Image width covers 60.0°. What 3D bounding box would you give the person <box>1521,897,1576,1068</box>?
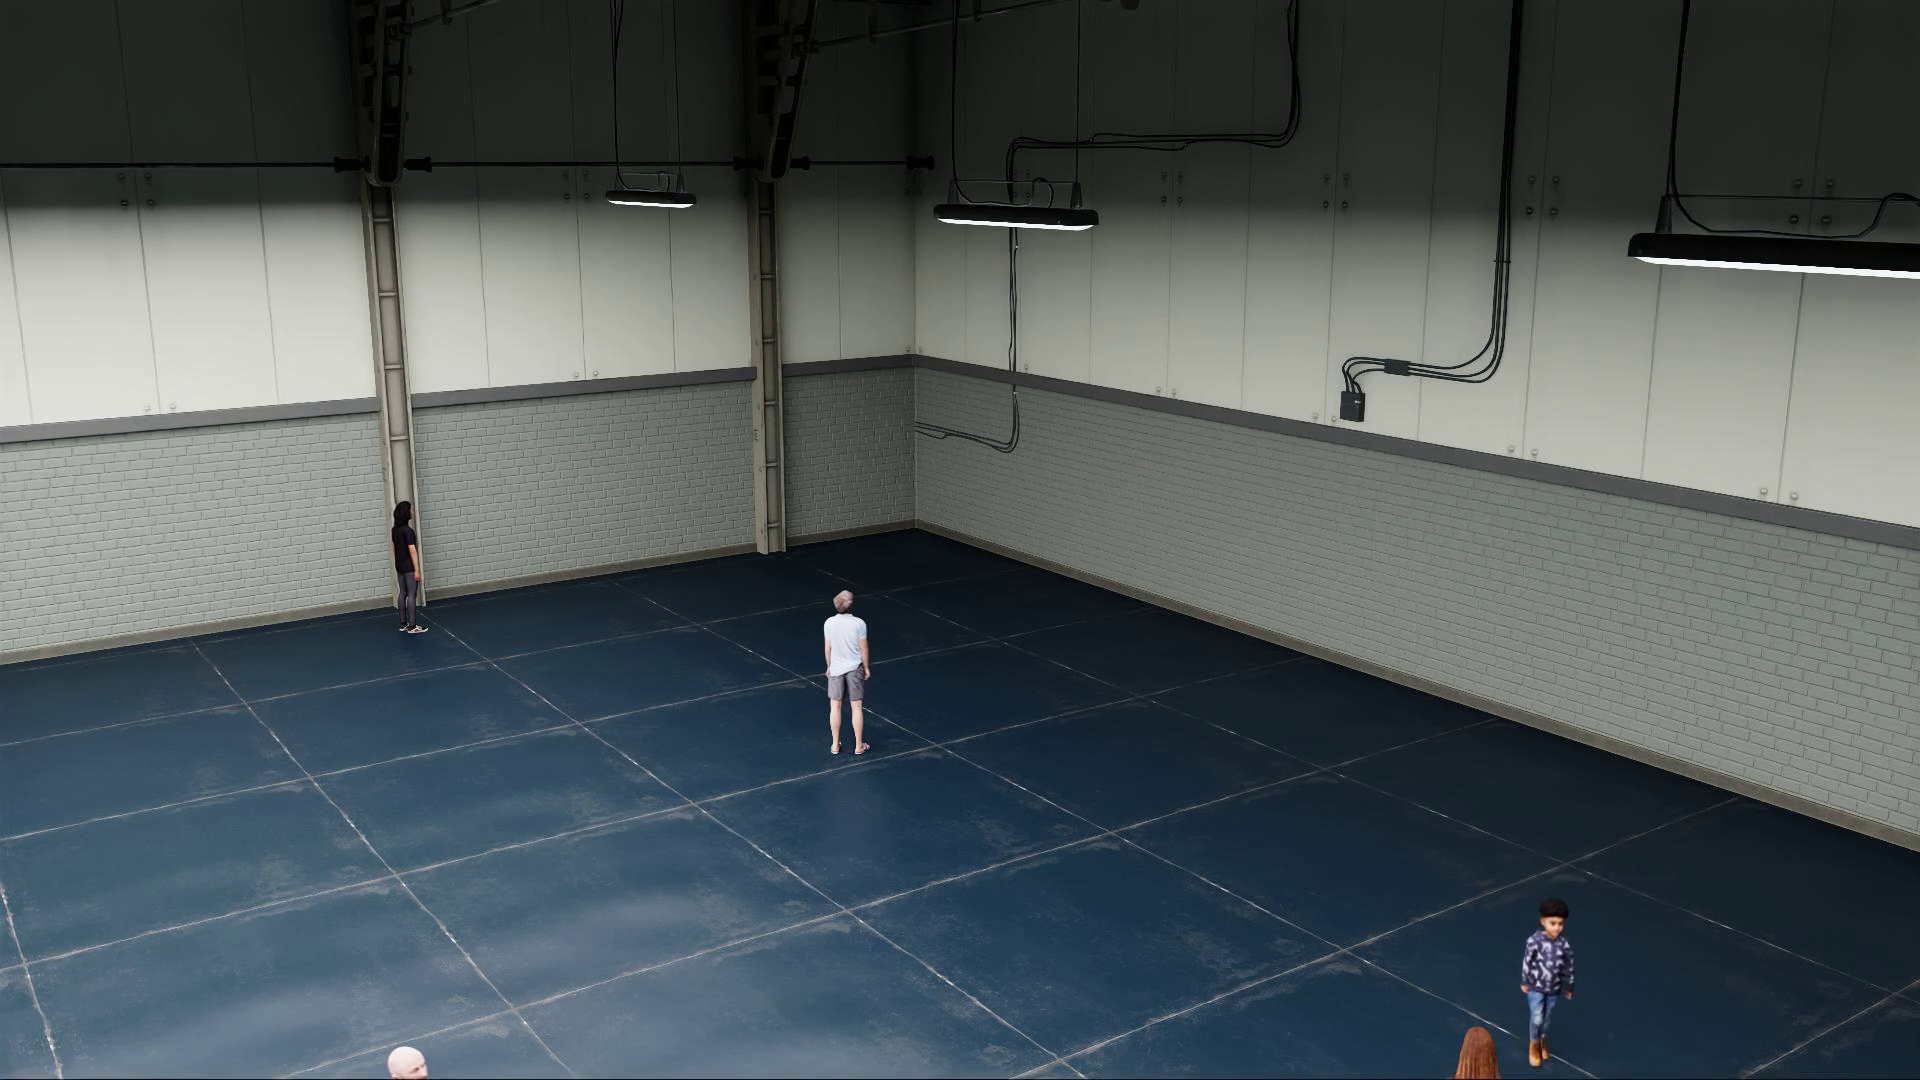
[{"bbox_3d":[4.229,3.165,12.058,0.622,1.241,0.685,1,13,2],"label":"person"}]

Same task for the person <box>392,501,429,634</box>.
[{"bbox_3d":[-7.619,0.356,22.873,0.688,1.834,0.604,11,17,39],"label":"person"}]

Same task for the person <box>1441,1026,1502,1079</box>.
[{"bbox_3d":[2.876,3.541,9.409,0.656,1.704,0.735,1,13,5],"label":"person"}]

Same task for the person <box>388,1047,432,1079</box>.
[{"bbox_3d":[-2.951,3.572,8.981,0.827,1.837,0.725,5,14,19],"label":"person"}]

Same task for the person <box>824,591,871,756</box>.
[{"bbox_3d":[-1.246,1.442,18.188,0.719,1.832,0.790,2,13,7],"label":"person"}]
